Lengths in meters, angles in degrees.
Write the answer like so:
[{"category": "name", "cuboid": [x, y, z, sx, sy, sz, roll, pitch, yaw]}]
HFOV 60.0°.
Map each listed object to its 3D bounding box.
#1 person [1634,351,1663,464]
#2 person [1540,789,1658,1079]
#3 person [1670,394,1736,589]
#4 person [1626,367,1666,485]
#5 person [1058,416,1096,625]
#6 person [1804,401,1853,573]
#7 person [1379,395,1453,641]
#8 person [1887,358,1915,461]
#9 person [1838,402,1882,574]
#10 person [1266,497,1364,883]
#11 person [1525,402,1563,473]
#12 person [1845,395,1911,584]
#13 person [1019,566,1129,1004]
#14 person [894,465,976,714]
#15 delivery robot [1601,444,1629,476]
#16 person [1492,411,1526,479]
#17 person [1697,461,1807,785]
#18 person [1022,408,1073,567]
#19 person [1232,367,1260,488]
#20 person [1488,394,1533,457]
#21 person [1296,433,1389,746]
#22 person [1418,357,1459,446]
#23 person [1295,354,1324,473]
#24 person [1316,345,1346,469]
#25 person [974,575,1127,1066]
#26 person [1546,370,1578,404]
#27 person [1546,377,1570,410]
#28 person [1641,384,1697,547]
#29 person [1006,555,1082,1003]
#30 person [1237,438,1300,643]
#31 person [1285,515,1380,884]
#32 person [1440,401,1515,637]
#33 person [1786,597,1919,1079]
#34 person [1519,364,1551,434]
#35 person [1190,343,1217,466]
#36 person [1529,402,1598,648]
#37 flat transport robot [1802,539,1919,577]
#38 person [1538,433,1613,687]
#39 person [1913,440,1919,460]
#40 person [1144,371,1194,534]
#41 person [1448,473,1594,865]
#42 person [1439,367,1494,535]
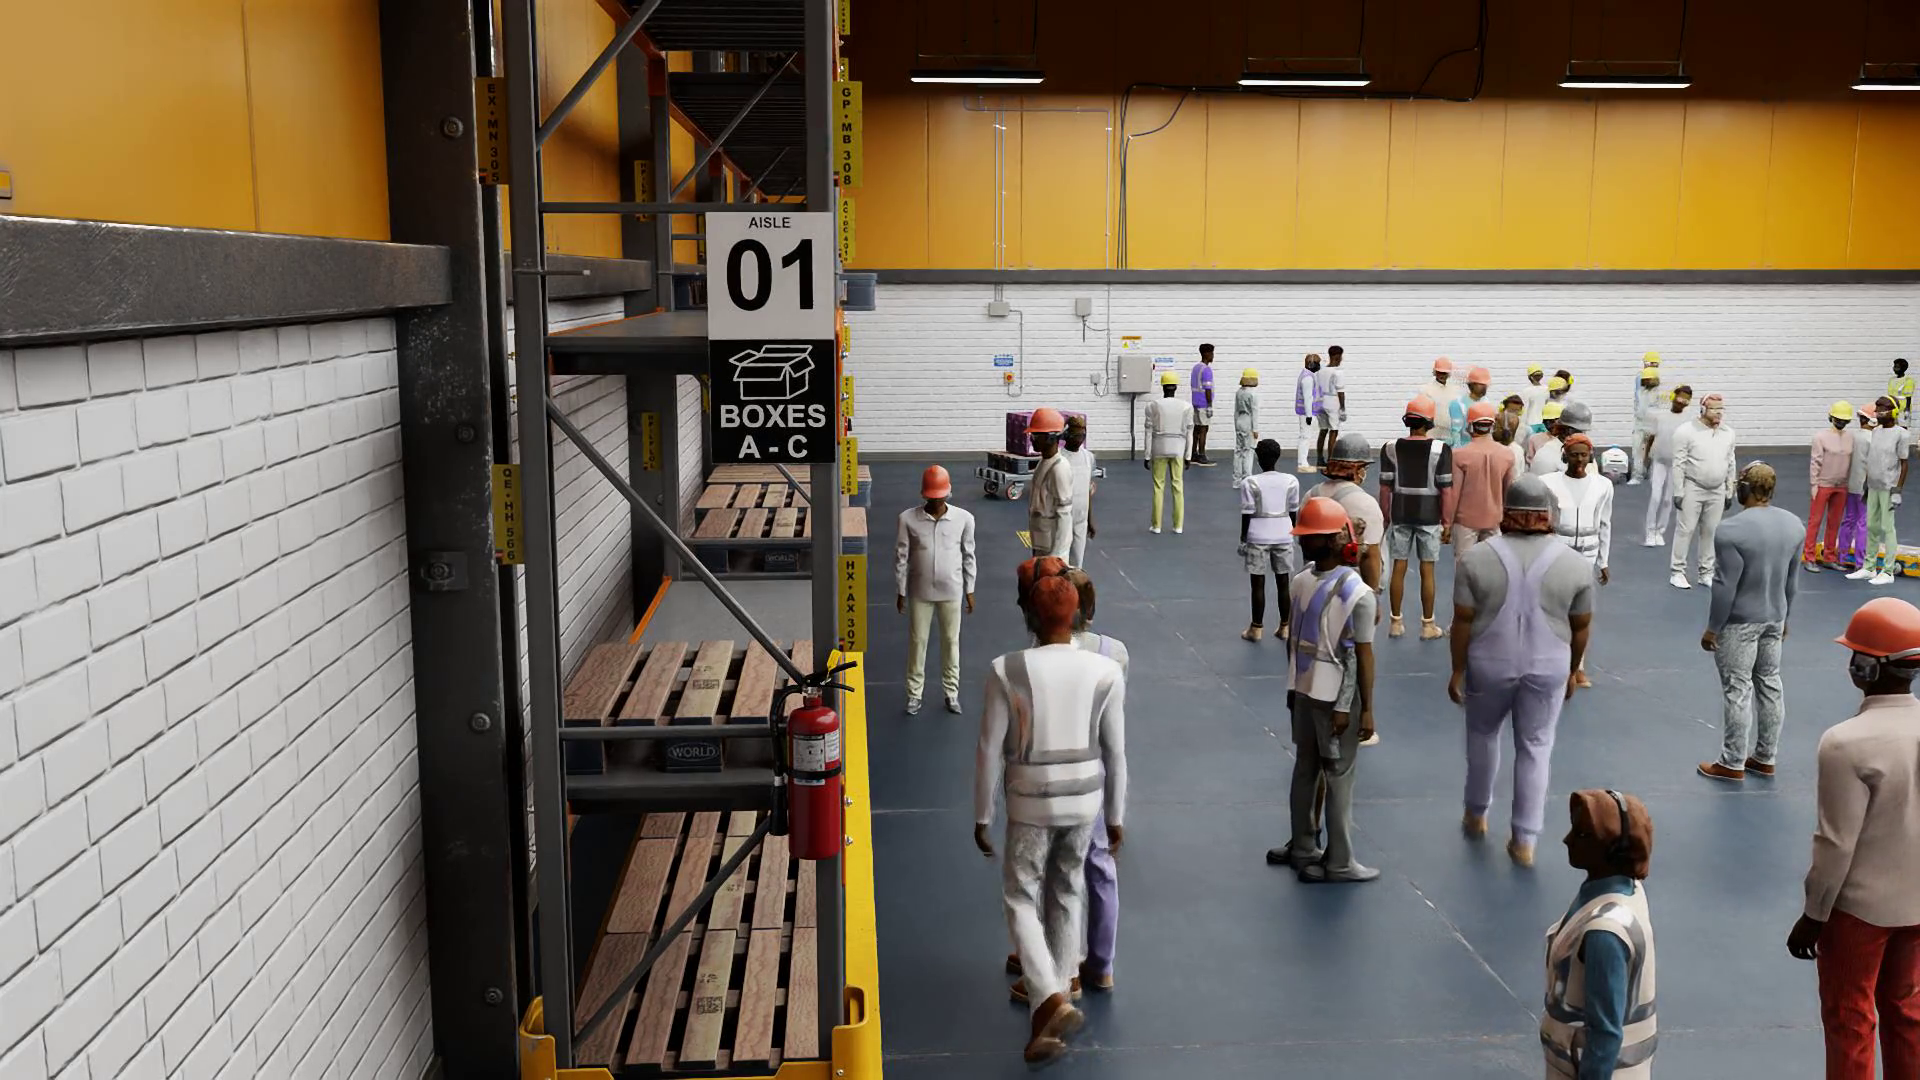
[{"category": "person", "cuboid": [11.046, -2.119, 26.705, 0.403, 1.825, 0.607, 8, 12, 39]}, {"category": "person", "cuboid": [1.766, 1.485, 4.630, 0.307, 1.645, 0.518, 4, 10, 21]}, {"category": "person", "cuboid": [7.212, -0.469, 16.120, 0.646, 1.901, 0.400, -1, 9, -8]}, {"category": "person", "cuboid": [10.003, -1.652, 24.104, 0.614, 1.720, 0.490, -5, 10, -29]}, {"category": "person", "cuboid": [0.949, -0.159, 14.350, 0.506, 1.839, 0.345, -6, 11, -33]}, {"category": "person", "cuboid": [8.919, -0.541, 16.992, 0.523, 1.763, 0.329, -2, 9, -11]}, {"category": "person", "cuboid": [3.796, -0.182, 13.850, 0.605, 2.045, 0.379, 5, 10, 29]}, {"category": "person", "cuboid": [15.324, -2.122, 27.147, 0.322, 1.691, 0.532, -2, 9, -11]}, {"category": "person", "cuboid": [9.226, -0.529, 16.963, 0.333, 1.744, 0.559, -1, 9, -8]}, {"category": "person", "cuboid": [1.804, 0.745, 8.362, 0.362, 1.938, 0.545, -3, 10, -20]}, {"category": "person", "cuboid": [5.947, -0.511, 16.790, 0.533, 1.767, 0.326, 6, 11, 33]}, {"category": "person", "cuboid": [9.070, -0.494, 16.377, 0.329, 1.865, 0.509, -2, 9, -11]}, {"category": "person", "cuboid": [0.460, 1.020, 6.925, 0.505, 1.846, 0.346, -6, 11, -34]}, {"category": "person", "cuboid": [-0.168, 0.345, 11.481, 0.570, 1.740, 0.349, -1, 9, -3]}, {"category": "delivery robot", "cuboid": [9.585, -1.159, 24.350, 0.477, 0.478, 0.707, 3, 9, 18]}, {"category": "person", "cuboid": [4.815, -0.219, 14.707, 0.325, 1.843, 0.517, 1, 9, 8]}, {"category": "person", "cuboid": [4.712, 0.494, 9.934, 0.627, 1.940, 0.370, -3, 10, -20]}, {"category": "person", "cuboid": [0.655, 0.021, 12.577, 0.376, 2.043, 0.609, -2, 9, -12]}, {"category": "person", "cuboid": [4.084, -1.584, 23.592, 0.324, 1.743, 0.490, -4, 10, -24]}, {"category": "person", "cuboid": [5.636, -0.614, 17.244, 0.546, 1.836, 0.640, 3, 10, 20]}, {"category": "person", "cuboid": [2.519, 0.305, 10.799, 0.535, 2.000, 0.680, -5, 10, -27]}, {"category": "person", "cuboid": [6.166, -1.364, 21.441, 0.612, 1.990, 0.392, -3, 10, -18]}, {"category": "person", "cuboid": [5.379, -1.949, 25.620, 0.428, 1.836, 0.628, 2, 9, 11]}, {"category": "person", "cuboid": [5.791, -2.056, 25.911, 0.397, 1.957, 0.604, -4, 10, -26]}, {"category": "person", "cuboid": [0.386, 1.084, 6.479, 0.621, 1.856, 0.730, -2, 9, -12]}, {"category": "person", "cuboid": [7.738, -1.264, 21.331, 0.745, 1.823, 0.549, -7, 11, -36]}, {"category": "person", "cuboid": [7.655, -1.205, 21.208, 0.408, 1.749, 0.547, 6, 11, 31]}, {"category": "person", "cuboid": [7.887, -0.814, 18.500, 0.552, 1.826, 0.647, 3, 10, 21]}, {"category": "person", "cuboid": [0.374, 0.990, 6.980, 0.343, 1.885, 0.585, 0, 9, 0]}, {"category": "person", "cuboid": [2.550, 0.007, 13.764, 0.530, 1.692, 0.321, -2, 9, -13]}, {"category": "person", "cuboid": [1.848, 0.792, 8.350, 0.391, 1.846, 0.564, -5, 10, -30]}, {"category": "person", "cuboid": [4.294, -0.155, 13.831, 0.623, 1.992, 0.396, -2, 9, -10]}, {"category": "person", "cuboid": [2.997, 1.175, 5.479, 0.611, 1.996, 0.378, -4, 10, -22]}, {"category": "person", "cuboid": [8.255, -1.645, 23.934, 0.524, 1.759, 0.328, -3, 10, -20]}, {"category": "person", "cuboid": [3.885, -2.166, 26.550, 0.366, 1.964, 0.610, -2, 9, -14]}, {"category": "person", "cuboid": [4.891, -0.102, 13.357, 0.683, 2.000, 0.536, -7, 11, -37]}, {"category": "flat transport robot", "cuboid": [9.526, 0.169, 17.196, 0.652, 0.197, 1.431, -6, 11, -33]}, {"category": "person", "cuboid": [4.492, 0.153, 12.250, 0.574, 1.883, 0.360, 1, 9, 5]}, {"category": "person", "cuboid": [12.263, -1.081, 20.764, 0.542, 1.623, 0.562, -2, 9, -11]}, {"category": "person", "cuboid": [2.444, -1.026, 19.558, 0.581, 1.919, 0.392, -1, 9, -7]}, {"category": "person", "cuboid": [2.942, 0.625, 8.791, 0.697, 2.000, 0.838, 2, 9, 15]}, {"category": "person", "cuboid": [5.870, -0.992, 19.140, 0.609, 1.984, 1.116, -3, 9, -16]}]
